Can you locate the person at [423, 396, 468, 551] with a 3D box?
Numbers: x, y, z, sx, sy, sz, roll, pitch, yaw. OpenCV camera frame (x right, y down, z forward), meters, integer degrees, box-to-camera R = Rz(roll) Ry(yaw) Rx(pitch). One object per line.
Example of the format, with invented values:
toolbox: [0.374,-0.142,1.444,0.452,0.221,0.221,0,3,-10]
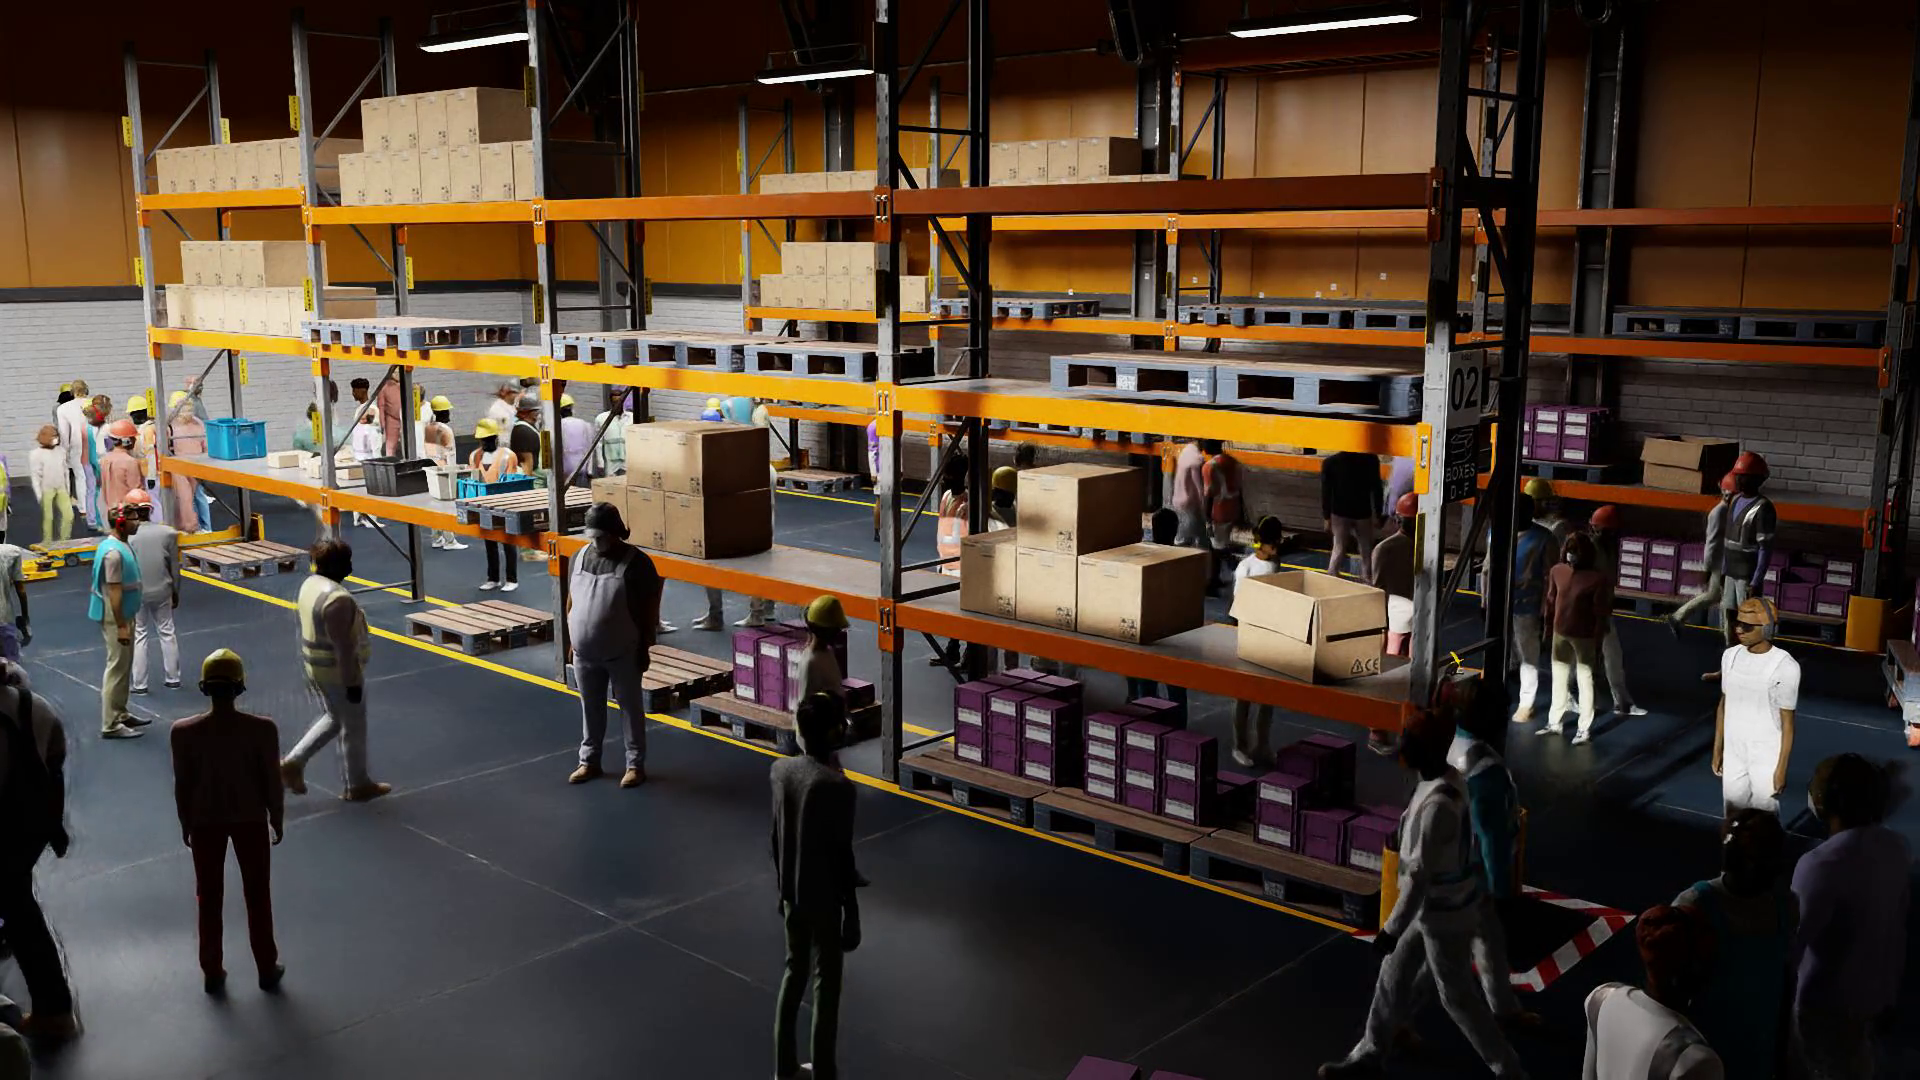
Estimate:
person: [-6.429,-0.831,20.701,0.591,1.930,0.357,9,13,41]

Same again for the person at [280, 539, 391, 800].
person: [-4.259,0.896,11.238,0.639,1.824,0.632,-8,13,-38]

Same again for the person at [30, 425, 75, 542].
person: [-10.924,-0.574,20.112,0.499,1.618,0.532,4,11,24]

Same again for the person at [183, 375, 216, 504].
person: [-11.205,-1.468,24.419,0.400,1.893,0.658,-4,11,-22]

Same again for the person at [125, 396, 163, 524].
person: [-10.198,-0.852,20.877,0.399,1.911,0.595,-7,12,-33]

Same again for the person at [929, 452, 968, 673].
person: [-0.026,0.195,14.798,0.367,1.966,0.605,-6,12,-30]

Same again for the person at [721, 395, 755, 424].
person: [-3.209,-1.350,23.427,1.009,1.993,0.640,9,14,42]

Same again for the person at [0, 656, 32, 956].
person: [-5.237,1.243,8.870,0.616,1.964,0.361,2,10,10]

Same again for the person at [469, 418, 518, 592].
person: [-5.100,-0.379,18.200,0.582,1.918,0.405,3,10,16]

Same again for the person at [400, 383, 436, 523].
person: [-7.319,-1.178,22.646,0.630,1.936,0.369,2,10,14]

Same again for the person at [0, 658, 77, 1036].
person: [-4.718,1.366,7.971,1.009,2.000,0.678,2,10,10]

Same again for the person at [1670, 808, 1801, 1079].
person: [2.735,1.830,5.945,0.502,1.837,0.341,-2,10,-13]

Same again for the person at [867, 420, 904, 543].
person: [-0.923,-0.915,21.202,0.384,1.925,0.549,9,13,41]

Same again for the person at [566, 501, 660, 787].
person: [-2.470,0.719,11.624,0.679,2.000,0.537,3,10,15]

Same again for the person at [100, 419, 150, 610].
person: [-8.620,-0.254,17.252,0.609,1.996,0.379,6,12,32]

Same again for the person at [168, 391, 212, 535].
person: [-10.025,-0.977,21.576,0.591,1.918,0.391,6,12,30]

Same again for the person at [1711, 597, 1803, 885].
person: [4.453,1.223,9.370,0.356,1.842,0.514,-4,11,-22]

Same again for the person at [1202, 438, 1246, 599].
person: [2.850,-0.271,17.576,0.826,1.927,0.636,7,12,34]

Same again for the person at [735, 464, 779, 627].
person: [-2.060,-0.084,16.561,0.401,1.905,0.641,4,11,21]

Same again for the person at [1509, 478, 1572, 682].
person: [5.054,0.346,14.442,0.753,1.800,0.590,-5,11,-28]

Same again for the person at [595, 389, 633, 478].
person: [-4.489,-1.028,21.857,0.593,1.917,0.392,-5,11,-28]

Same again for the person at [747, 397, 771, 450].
person: [-2.952,-1.387,24.387,0.348,1.740,0.574,-1,10,-8]

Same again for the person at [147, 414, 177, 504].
person: [-10.522,-0.931,21.842,0.484,1.733,0.352,3,10,17]

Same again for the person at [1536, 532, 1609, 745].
person: [4.671,0.739,12.666,0.268,1.631,0.507,-8,13,-38]

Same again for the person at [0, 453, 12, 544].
person: [-11.465,-0.502,19.693,0.524,1.631,0.313,3,10,16]

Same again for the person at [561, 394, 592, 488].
person: [-4.975,-0.915,21.262,0.624,1.896,0.585,-8,13,-39]

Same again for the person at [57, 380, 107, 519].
person: [-12.154,-1.260,23.120,0.627,1.934,0.370,-6,12,-31]

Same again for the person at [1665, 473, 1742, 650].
person: [7.071,0.184,15.572,0.792,1.716,0.559,8,13,38]

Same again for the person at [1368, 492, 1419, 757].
person: [3.307,0.619,12.358,0.618,1.986,0.408,-6,12,-31]

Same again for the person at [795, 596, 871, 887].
person: [-0.734,1.181,9.839,0.533,1.742,0.560,1,10,5]

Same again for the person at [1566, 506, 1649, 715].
person: [5.163,0.583,13.300,0.556,1.714,0.802,-8,13,-38]

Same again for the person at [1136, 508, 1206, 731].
person: [1.467,0.714,12.000,0.593,1.920,0.392,5,11,25]

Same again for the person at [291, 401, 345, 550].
person: [-7.778,-0.743,20.312,0.968,1.905,0.634,9,13,40]

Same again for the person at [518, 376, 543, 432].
person: [-7.254,-2.014,27.962,0.492,1.730,0.323,2,10,12]

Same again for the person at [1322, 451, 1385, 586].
person: [4.116,-0.258,17.418,0.657,1.943,0.481,0,10,1]

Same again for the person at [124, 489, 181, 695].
person: [-6.896,0.434,14.083,0.351,1.743,0.570,9,14,42]

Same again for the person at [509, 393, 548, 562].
person: [-5.138,-0.767,20.028,0.535,2.000,0.681,-3,10,-15]

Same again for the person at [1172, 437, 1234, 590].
person: [2.608,-0.330,17.946,0.921,1.897,0.644,0,10,-2]

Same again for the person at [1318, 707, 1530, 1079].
person: [2.102,1.609,7.195,0.926,1.844,0.572,2,10,11]

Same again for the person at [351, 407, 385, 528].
person: [-7.981,-0.972,22.357,0.520,1.631,0.324,7,12,35]

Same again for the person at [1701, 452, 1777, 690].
person: [6.644,0.270,14.140,0.357,2.047,0.615,0,10,-2]

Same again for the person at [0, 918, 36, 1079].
person: [-2.898,1.957,4.882,0.605,1.951,0.380,3,11,19]

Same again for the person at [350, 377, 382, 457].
person: [-8.303,-1.303,23.318,0.376,1.958,0.608,-7,12,-36]

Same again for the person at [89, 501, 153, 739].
person: [-6.493,0.610,12.856,0.406,1.831,0.578,-3,11,-17]

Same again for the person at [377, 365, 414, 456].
person: [-9.019,-1.888,26.754,0.651,1.904,0.403,-7,12,-34]

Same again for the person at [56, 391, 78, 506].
person: [-12.961,-1.329,24.199,0.321,1.690,0.537,-7,12,-34]

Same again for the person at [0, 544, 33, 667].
person: [-7.272,0.653,12.485,0.535,1.868,0.309,-8,13,-40]

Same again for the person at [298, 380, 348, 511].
person: [-9.075,-1.325,23.611,0.655,1.900,0.602,-5,11,-28]

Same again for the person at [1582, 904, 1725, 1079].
person: [2.055,1.983,4.928,0.354,1.883,0.573,-2,10,-13]

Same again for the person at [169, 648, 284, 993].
person: [-3.710,1.421,8.467,0.519,1.758,0.346,-3,10,-15]

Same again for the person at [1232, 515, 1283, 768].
person: [2.183,0.736,12.057,0.564,1.852,0.431,-10,14,-44]

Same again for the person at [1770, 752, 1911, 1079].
person: [3.251,1.723,6.381,0.636,1.888,1.004,-8,13,-39]

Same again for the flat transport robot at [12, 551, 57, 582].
flat transport robot: [-10.976,0.281,19.102,1.431,0.197,0.652,9,14,43]

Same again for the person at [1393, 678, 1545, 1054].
person: [2.355,1.526,7.815,0.945,1.806,0.633,-1,10,-3]

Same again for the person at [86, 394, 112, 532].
person: [-11.261,-0.994,21.896,0.504,1.839,0.349,8,13,38]

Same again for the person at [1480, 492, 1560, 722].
person: [4.426,0.526,13.285,0.429,1.840,0.631,-9,13,-41]

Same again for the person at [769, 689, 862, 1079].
person: [-0.630,1.576,7.306,0.512,1.861,0.337,8,13,39]

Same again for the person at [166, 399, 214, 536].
person: [-9.774,-0.858,21.079,0.997,1.846,0.653,6,12,32]

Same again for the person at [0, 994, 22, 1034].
person: [-3.049,1.943,5.054,0.596,1.916,0.380,2,10,12]
